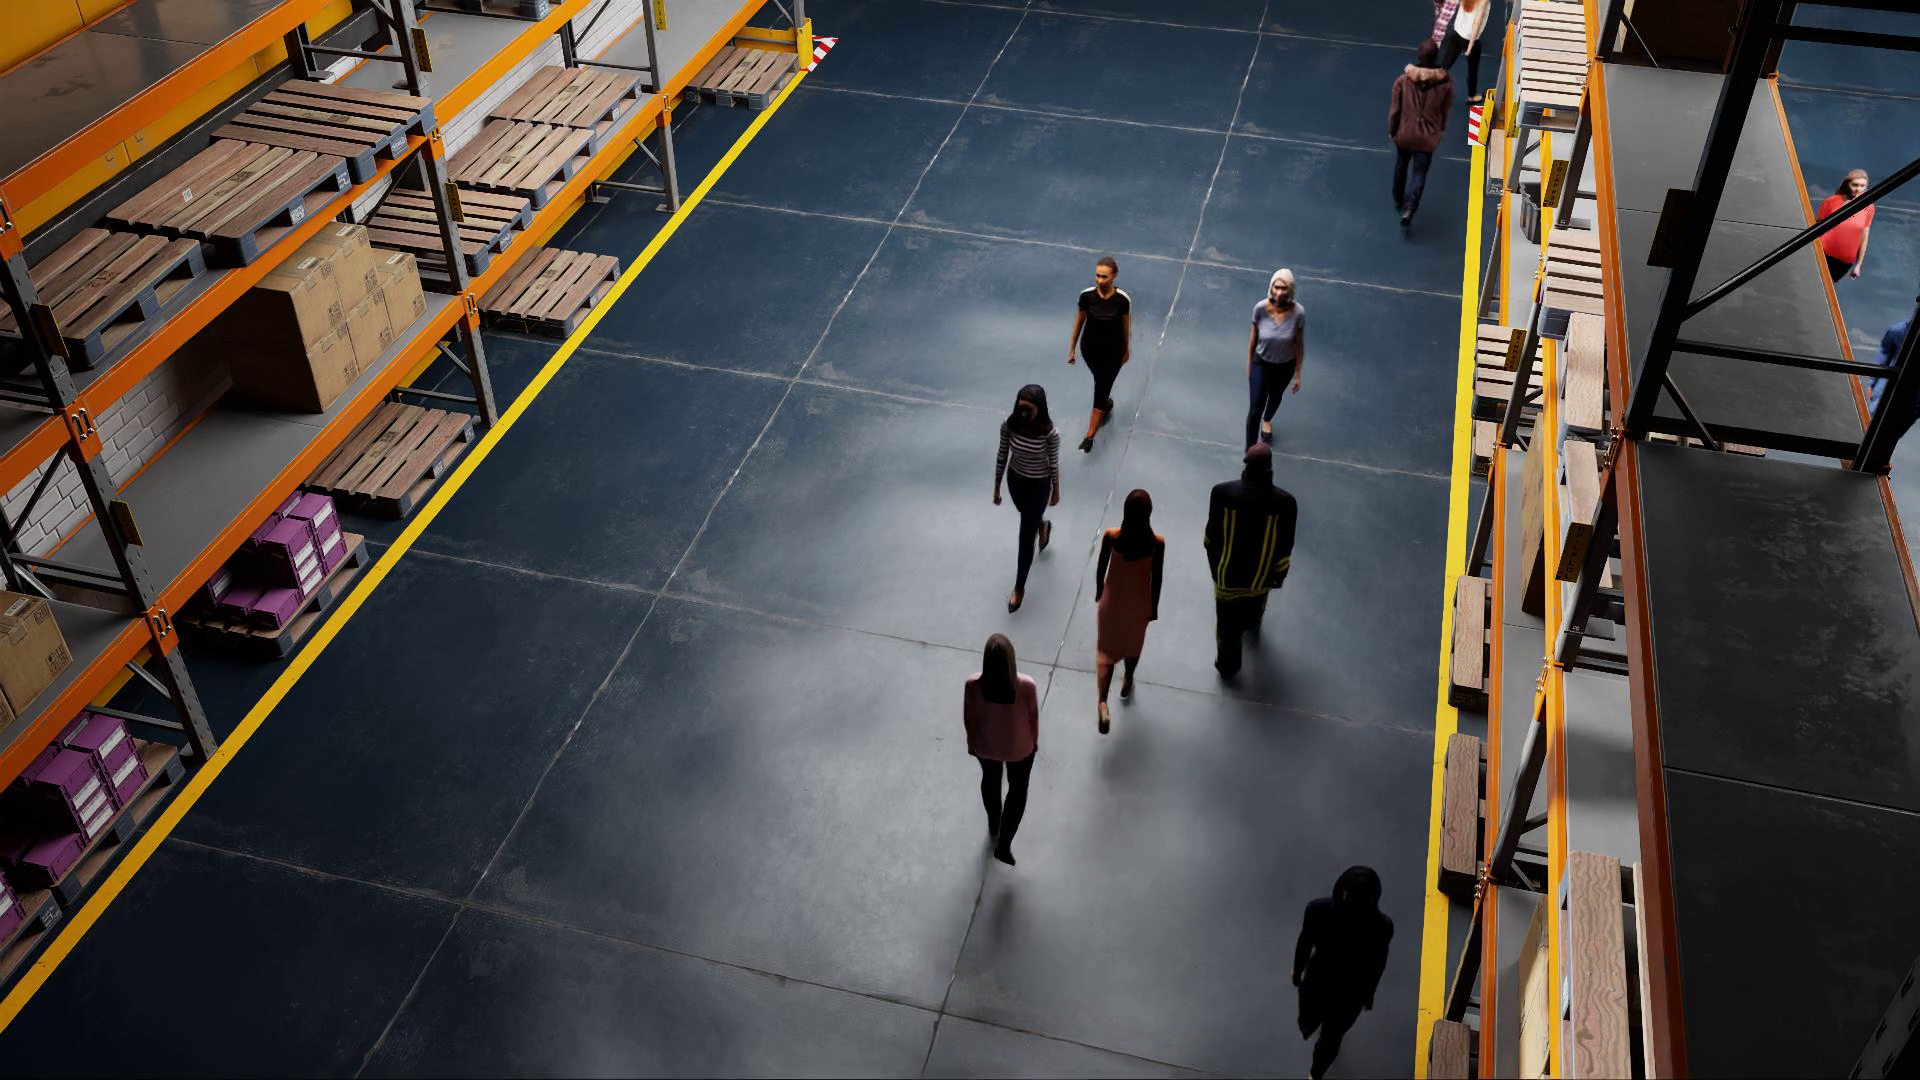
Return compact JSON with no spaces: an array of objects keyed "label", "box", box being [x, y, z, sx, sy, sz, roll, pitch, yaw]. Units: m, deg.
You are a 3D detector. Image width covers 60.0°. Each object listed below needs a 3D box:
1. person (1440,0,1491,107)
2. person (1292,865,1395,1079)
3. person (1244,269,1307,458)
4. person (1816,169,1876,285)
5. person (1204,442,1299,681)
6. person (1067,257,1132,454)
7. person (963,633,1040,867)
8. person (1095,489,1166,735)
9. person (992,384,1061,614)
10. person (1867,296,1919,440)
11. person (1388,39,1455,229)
[{"label":"person","box":[5.536,-5.539,18.452,1.105,1.678,1.098,-16,41,-20]},{"label":"person","box":[1.977,2.228,8.690,0.611,1.723,0.819,11,40,13]},{"label":"person","box":[2.519,-1.427,13.309,0.649,1.671,1.136,6,39,8]},{"label":"person","box":[7.665,-2.506,14.675,0.681,1.652,1.162,6,39,7]},{"label":"person","box":[1.918,0.175,11.205,0.758,1.794,1.054,9,39,11]},{"label":"person","box":[1.184,-1.586,13.546,0.727,1.624,1.132,16,41,19]},{"label":"person","box":[0.249,1.271,9.928,0.657,1.673,0.916,5,39,7]},{"label":"person","box":[1.065,0.481,10.806,0.618,1.812,1.029,8,39,9]},{"label":"person","box":[0.521,-0.402,11.959,0.702,1.753,1.163,15,41,18]},{"label":"person","box":[7.328,-1.177,12.912,0.822,1.775,1.119,16,41,19]},{"label":"person","box":[4.510,-3.976,16.381,0.759,1.820,1.120,11,40,13]}]
